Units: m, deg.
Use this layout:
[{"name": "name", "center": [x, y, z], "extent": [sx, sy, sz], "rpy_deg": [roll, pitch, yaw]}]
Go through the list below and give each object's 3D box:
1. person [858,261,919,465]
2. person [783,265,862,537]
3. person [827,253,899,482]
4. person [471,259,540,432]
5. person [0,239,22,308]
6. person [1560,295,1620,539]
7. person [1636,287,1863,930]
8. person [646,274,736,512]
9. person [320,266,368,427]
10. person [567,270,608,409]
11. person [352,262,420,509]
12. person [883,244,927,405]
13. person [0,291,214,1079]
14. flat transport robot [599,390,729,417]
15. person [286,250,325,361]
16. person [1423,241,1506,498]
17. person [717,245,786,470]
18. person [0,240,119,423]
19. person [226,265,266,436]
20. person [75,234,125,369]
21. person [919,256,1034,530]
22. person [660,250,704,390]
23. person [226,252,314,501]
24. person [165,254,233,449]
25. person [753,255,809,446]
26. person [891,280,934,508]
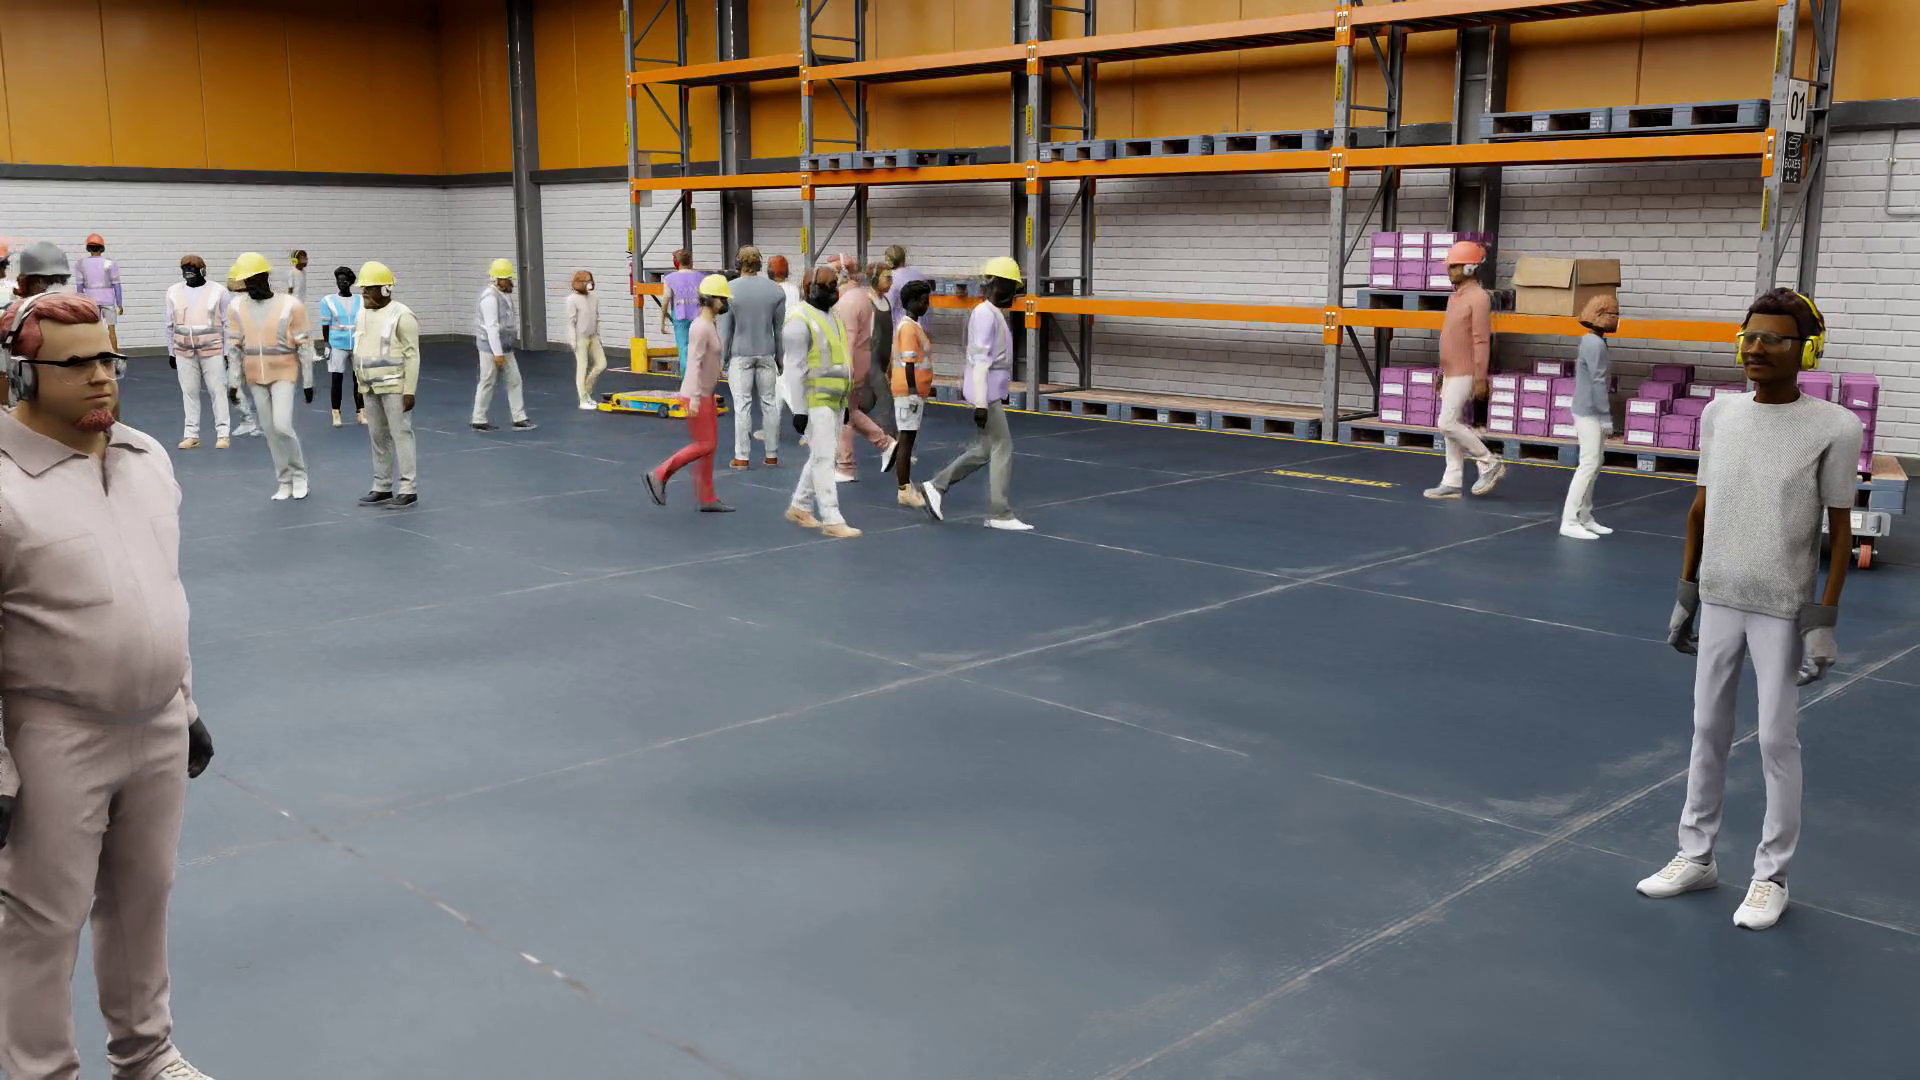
[{"name": "person", "center": [-0.815, -1.583, 14.833], "extent": [0.953, 1.806, 0.509], "rpy_deg": [5, 12, 25]}, {"name": "person", "center": [-0.946, -0.937, 11.287], "extent": [0.592, 1.850, 0.633], "rpy_deg": [4, 11, 22]}, {"name": "person", "center": [-0.849, -1.387, 13.544], "extent": [0.590, 1.883, 0.666], "rpy_deg": [2, 11, 9]}, {"name": "person", "center": [-4.671, -1.969, 16.989], "extent": [0.791, 1.779, 0.621], "rpy_deg": [1, 10, 7]}, {"name": "person", "center": [-7.293, -1.322, 12.783], "extent": [0.500, 2.029, 0.640], "rpy_deg": [-4, 11, -20]}, {"name": "person", "center": [4.245, -0.822, 11.144], "extent": [0.340, 1.627, 0.516], "rpy_deg": [4, 11, 19]}, {"name": "person", "center": [2.333, 0.201, 4.903], "extent": [0.329, 1.877, 0.509], "rpy_deg": [-8, 13, -36]}, {"name": "person", "center": [-1.916, -1.047, 12.050], "extent": [0.598, 1.745, 0.543], "rpy_deg": [0, 10, 1]}, {"name": "person", "center": [-6.489, -2.047, 17.633], "extent": [0.536, 1.699, 0.322], "rpy_deg": [-7, 12, -32]}, {"name": "person", "center": [-4.332, -2.325, 19.352], "extent": [0.338, 1.619, 0.536], "rpy_deg": [6, 12, 31]}, {"name": "person", "center": [-4.280, -1.144, 12.357], "extent": [0.600, 1.827, 0.404], "rpy_deg": [6, 12, 30]}, {"name": "person", "center": [-0.643, -2.331, 18.589], "extent": [0.449, 1.917, 0.661], "rpy_deg": [7, 13, 35]}, {"name": "person", "center": [-1.871, 0.423, 3.603], "extent": [0.403, 1.906, 0.651], "rpy_deg": [3, 11, 17]}, {"name": "flat transport robot", "center": [-3.363, -1.554, 18.847], "extent": [1.431, 0.197, 0.652], "rpy_deg": [7, 13, 35]}, {"name": "person", "center": [-10.766, -3.782, 26.878], "extent": [0.994, 1.801, 0.509], "rpy_deg": [4, 11, 20]}, {"name": "person", "center": [3.853, -1.285, 12.716], "extent": [0.496, 1.977, 0.622], "rpy_deg": [0, 10, 0]}, {"name": "person", "center": [-1.806, -1.570, 14.383], "extent": [0.628, 1.940, 0.373], "rpy_deg": [-5, 11, -23]}, {"name": "person", "center": [-5.050, -0.684, 9.273], "extent": [0.925, 2.000, 0.681], "rpy_deg": [6, 12, 31]}, {"name": "person", "center": [-7.152, -1.884, 16.672], "extent": [0.497, 1.727, 0.497], "rpy_deg": [3, 11, 16]}, {"name": "person", "center": [-12.993, -3.596, 25.149], "extent": [0.614, 2.040, 0.378], "rpy_deg": [-3, 11, -14]}, {"name": "person", "center": [0.108, -1.012, 11.521], "extent": [0.774, 1.896, 0.638], "rpy_deg": [1, 10, 7]}, {"name": "person", "center": [-3.624, -2.867, 21.729], "extent": [0.606, 1.829, 0.582], "rpy_deg": [-7, 12, -32]}, {"name": "person", "center": [-5.237, -1.226, 12.642], "extent": [0.596, 1.893, 0.516], "rpy_deg": [0, 10, 2]}, {"name": "person", "center": [-7.215, -1.779, 15.790], "extent": [0.626, 1.844, 0.429], "rpy_deg": [-1, 10, -6]}, {"name": "person", "center": [-1.682, -1.846, 16.170], "extent": [0.989, 1.843, 0.581], "rpy_deg": [10, 14, 43]}, {"name": "person", "center": [-0.358, -1.095, 12.459], "extent": [0.321, 1.694, 0.529], "rpy_deg": [0, 10, 0]}]
